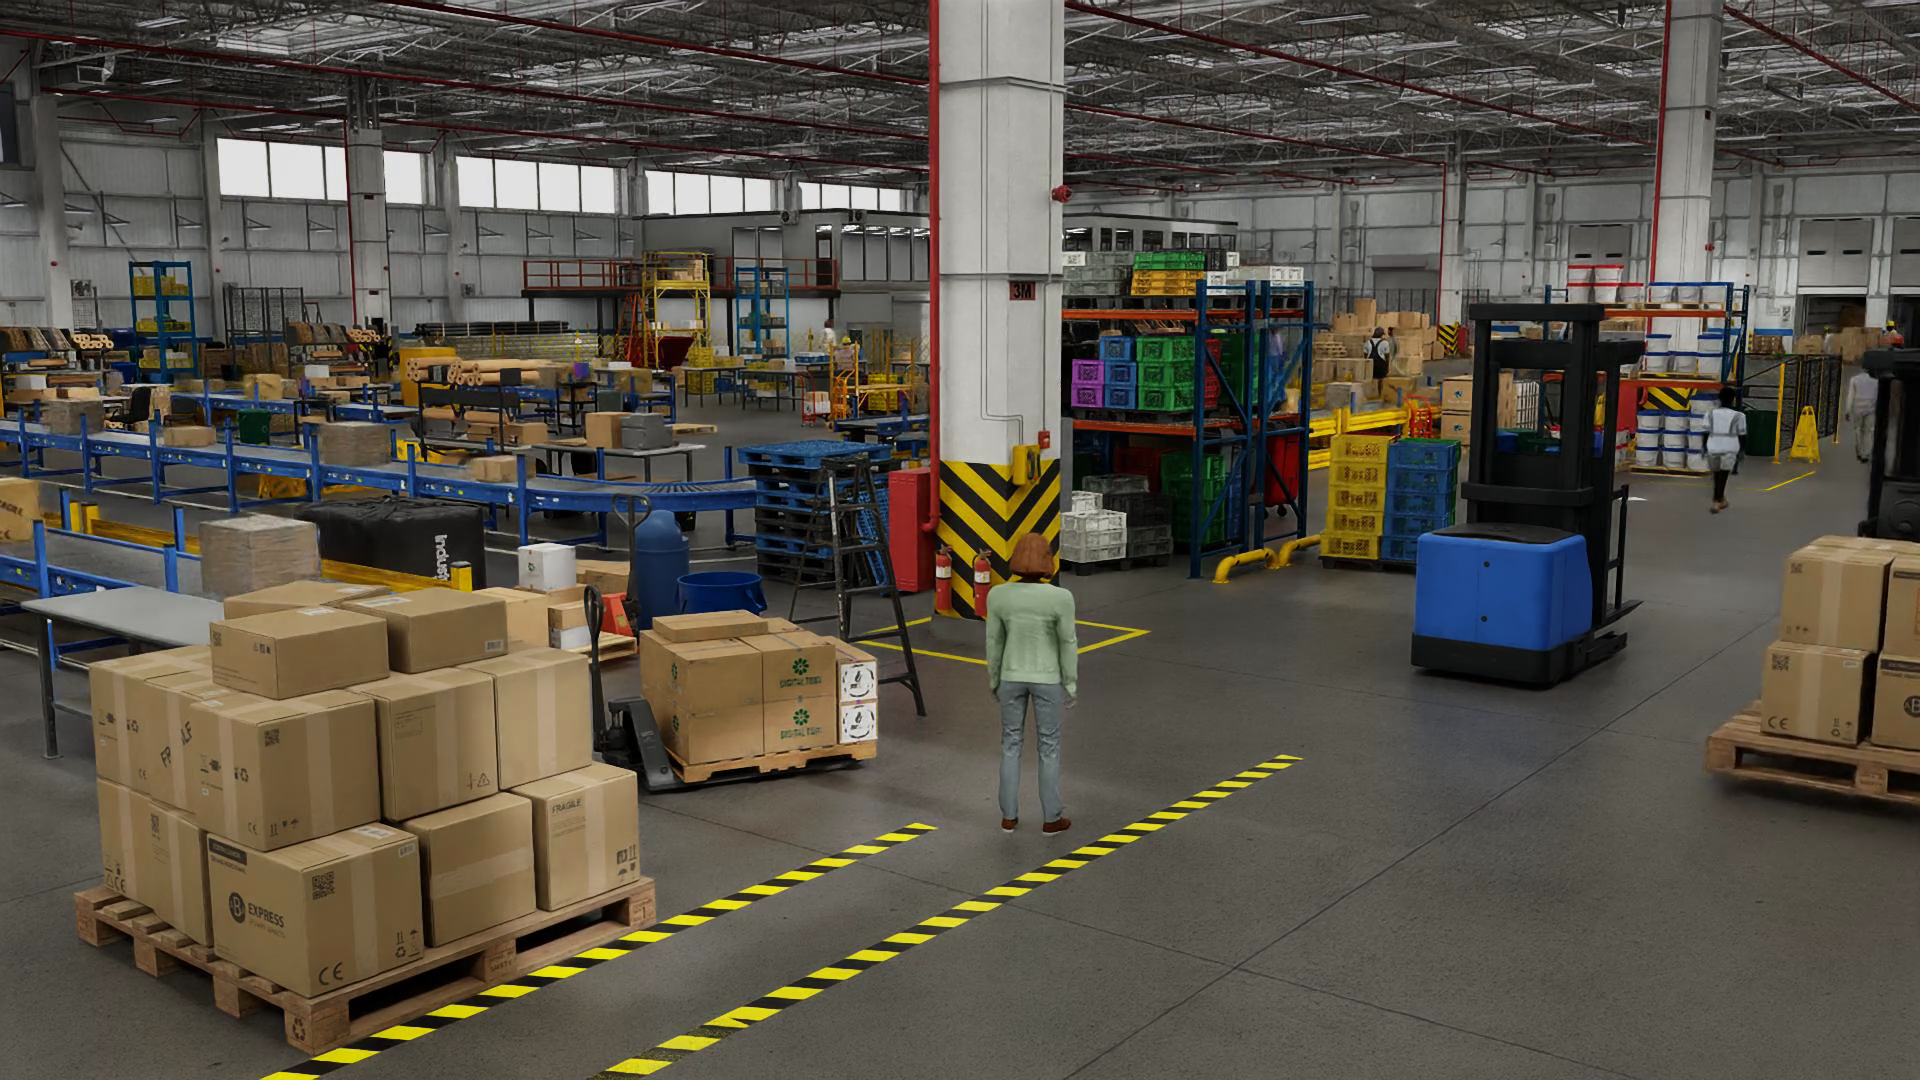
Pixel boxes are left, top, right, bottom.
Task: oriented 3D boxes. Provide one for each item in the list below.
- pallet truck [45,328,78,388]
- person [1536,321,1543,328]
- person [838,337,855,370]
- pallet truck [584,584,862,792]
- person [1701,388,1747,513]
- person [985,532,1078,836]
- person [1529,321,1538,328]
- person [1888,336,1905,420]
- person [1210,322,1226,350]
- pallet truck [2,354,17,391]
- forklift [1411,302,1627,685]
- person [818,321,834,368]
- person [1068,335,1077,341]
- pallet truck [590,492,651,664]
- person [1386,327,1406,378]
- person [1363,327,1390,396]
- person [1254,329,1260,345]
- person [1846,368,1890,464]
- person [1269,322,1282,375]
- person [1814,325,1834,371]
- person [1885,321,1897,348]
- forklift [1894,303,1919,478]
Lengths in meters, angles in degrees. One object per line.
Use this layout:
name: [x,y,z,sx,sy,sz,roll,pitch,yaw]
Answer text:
pallet truck: [-23.775,-4.544,43.495,1.885,1.965,0.823,6,10,35]
person: [22.236,-7.566,64.160,0.661,1.901,0.917,-8,12,-43]
person: [-2.947,-4.398,43.289,0.525,1.769,0.309,3,9,20]
pallet truck: [-1.426,0.805,10.019,1.601,1.201,0.680,-4,9,-26]
person: [10.103,-1.189,22.014,0.538,1.655,0.882,8,11,42]
person: [0.387,0.769,8.897,0.507,1.633,0.278,3,9,18]
person: [26.664,-9.525,77.381,0.550,1.913,0.866,-3,9,-19]
person: [21.414,-3.701,38.059,0.580,1.915,0.564,3,9,22]
person: [9.899,-7.465,63.818,0.628,1.815,0.849,3,9,18]
pallet truck: [-24.881,-4.417,42.634,1.885,1.965,0.823,8,11,41]
forklift: [4.379,-0.438,12.852,1.129,2.768,1.873,7,11,37]
person: [-5.074,-7.448,63.611,0.575,1.844,0.978,-7,11,-40]
person: [2.827,-4.206,41.697,0.535,1.851,0.476,6,10,34]
pallet truck: [-3.115,0.344,12.883,0.653,1.274,1.630,7,11,37]
person: [14.025,-5.979,53.749,0.906,1.838,0.527,-2,9,-16]
person: [10.903,-4.550,43.389,0.688,2.000,0.535,6,10,35]
person: [14.357,-9.971,80.211,0.906,1.970,0.621,0,8,0]
person: [15.554,-2.212,28.462,0.630,1.785,0.896,6,11,37]
person: [9.461,-5.531,50.054,0.444,2.023,0.633,0,8,-3]
person: [31.822,-7.041,61.268,0.860,1.702,0.502,4,9,27]
person: [33.210,-6.863,59.413,0.406,1.918,0.587,0,8,3]
forklift: [6.921,-0.227,11.431,1.129,2.768,1.873,6,11,37]
